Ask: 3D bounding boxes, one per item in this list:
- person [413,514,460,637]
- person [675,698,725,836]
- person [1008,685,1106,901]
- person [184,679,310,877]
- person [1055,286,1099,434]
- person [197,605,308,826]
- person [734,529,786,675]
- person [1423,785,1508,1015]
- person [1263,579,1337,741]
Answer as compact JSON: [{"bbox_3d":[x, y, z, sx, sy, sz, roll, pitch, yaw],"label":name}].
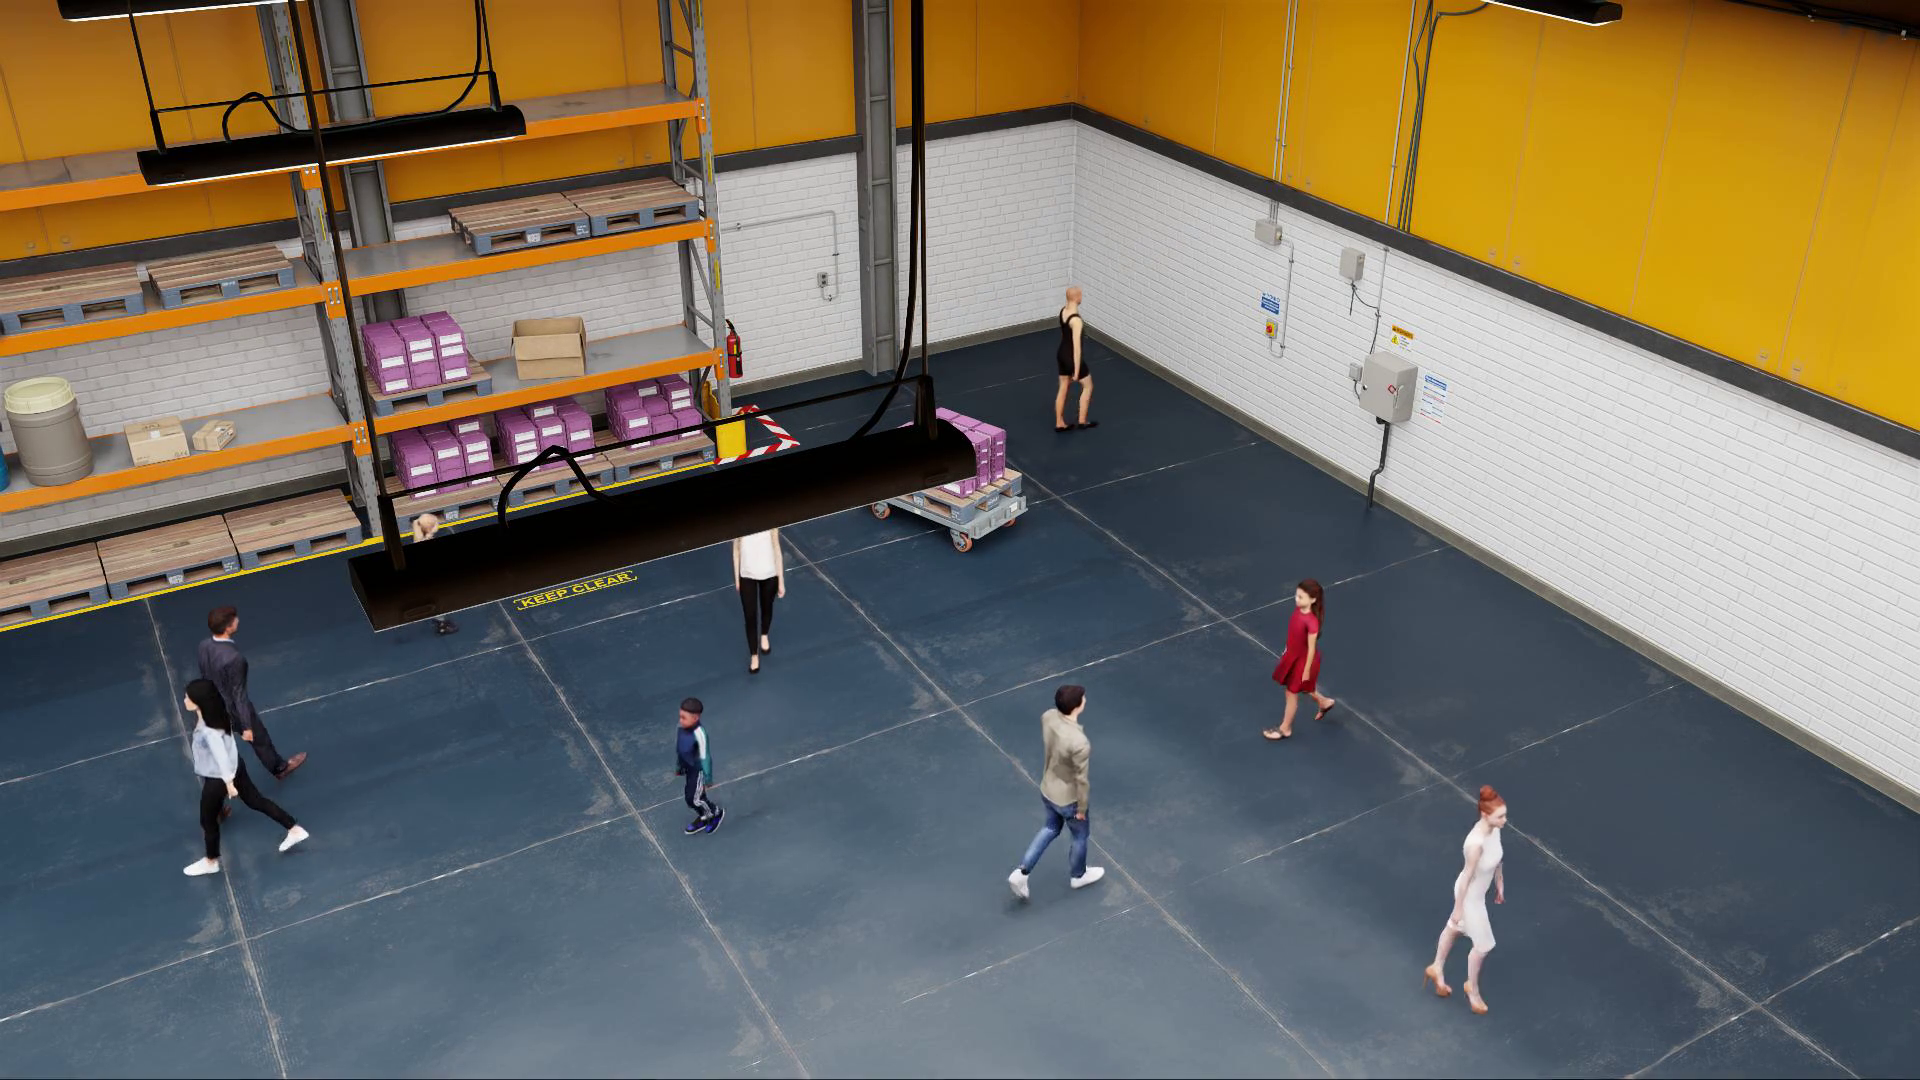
[{"bbox_3d":[-4.962,0.338,15.546,0.538,1.269,0.525,-20,34,-32],"label":"person"},{"bbox_3d":[-2.015,1.744,12.989,0.572,1.250,0.533,-20,34,-32],"label":"person"},{"bbox_3d":[0.689,1.861,12.156,1.081,1.843,0.768,-18,34,-30],"label":"person"},{"bbox_3d":[-5.441,1.756,12.526,1.188,1.673,0.766,-8,30,-15],"label":"person"},{"bbox_3d":[1.217,-2.084,19.432,0.731,1.801,0.653,-14,32,-25],"label":"person"},{"bbox_3d":[-5.756,1.417,13.005,1.214,1.809,1.357,11,30,19],"label":"person"},{"bbox_3d":[-1.836,0.302,15.165,0.923,1.698,0.865,-4,29,-8],"label":"person"},{"bbox_3d":[3.369,2.390,11.256,0.800,1.777,0.752,20,34,32],"label":"person"},{"bbox_3d":[2.944,0.989,14.069,0.951,1.541,0.738,-4,29,-8],"label":"person"}]
